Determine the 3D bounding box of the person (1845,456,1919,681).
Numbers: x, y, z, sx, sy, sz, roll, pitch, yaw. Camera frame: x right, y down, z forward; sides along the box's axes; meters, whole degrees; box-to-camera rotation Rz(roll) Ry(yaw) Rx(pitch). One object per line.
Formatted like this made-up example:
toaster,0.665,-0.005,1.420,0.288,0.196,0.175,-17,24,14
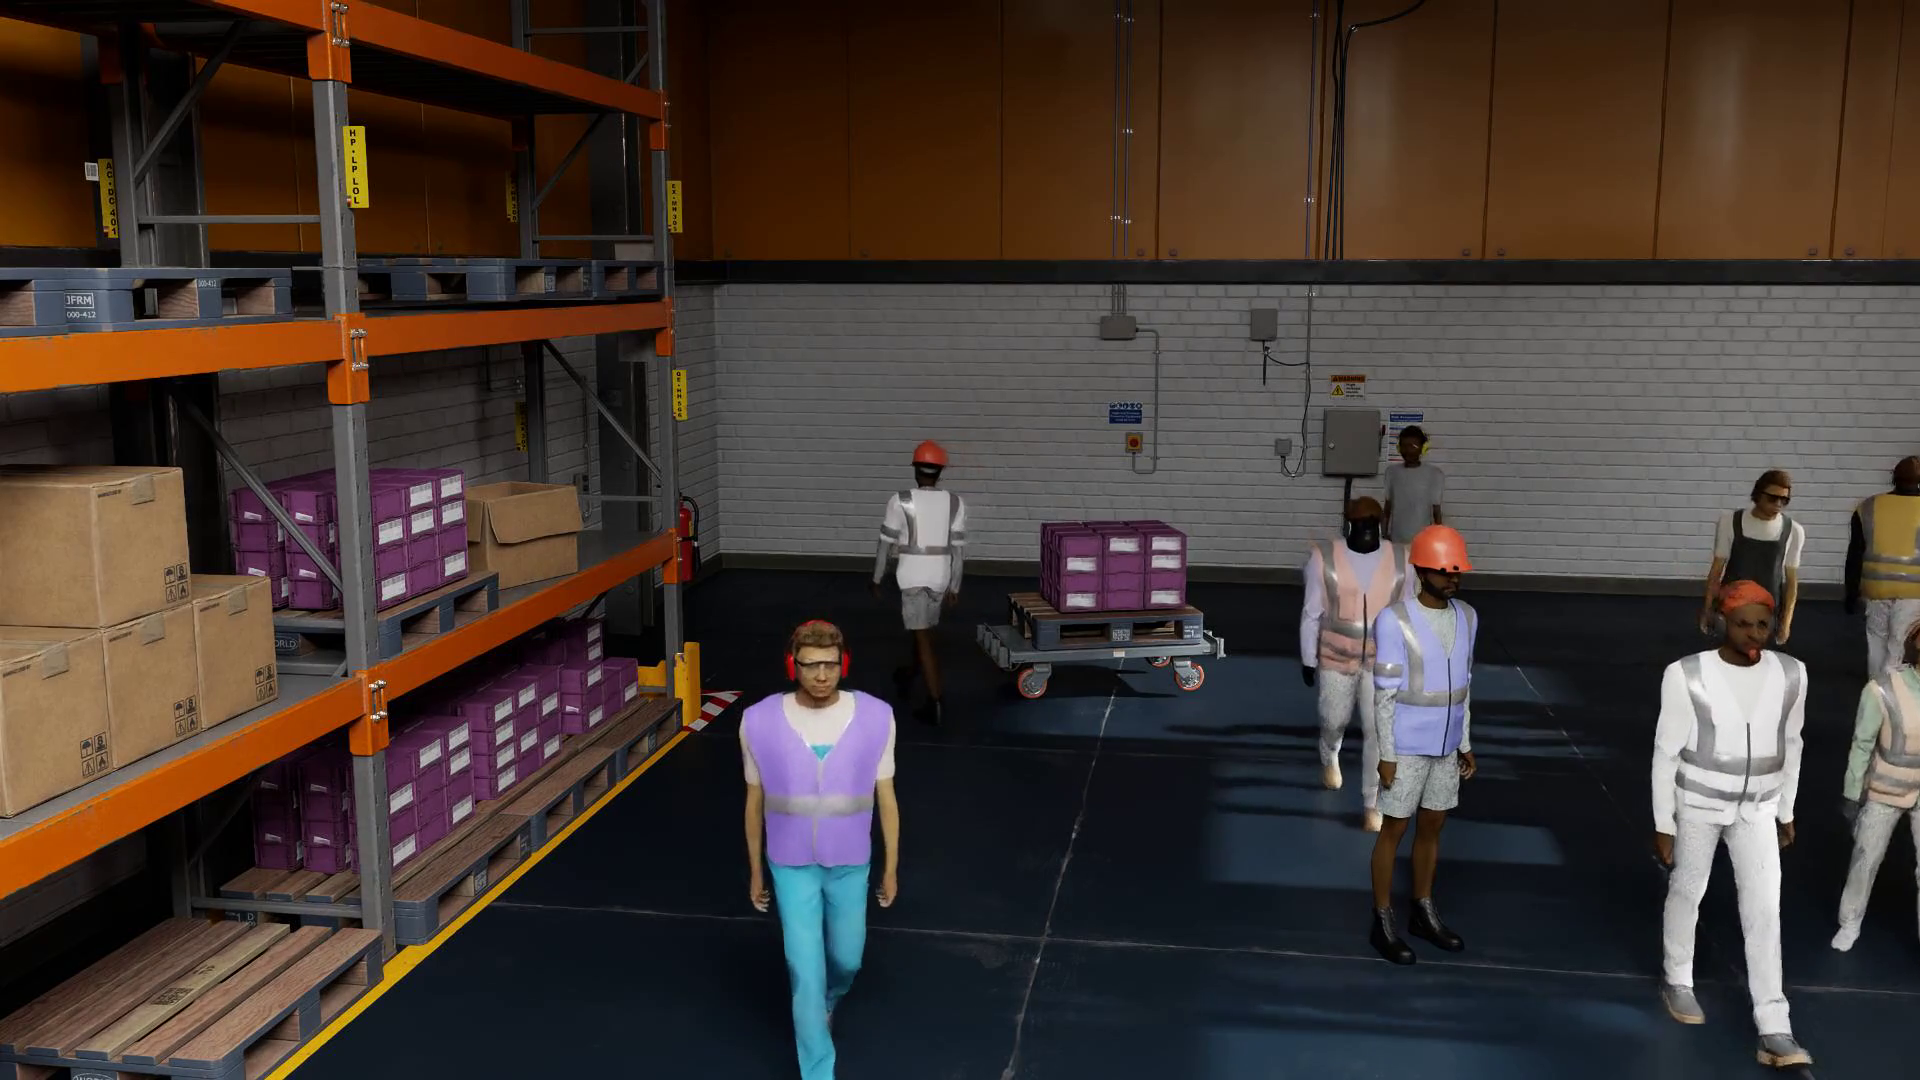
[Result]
person,6.330,0.340,11.120,0.901,1.805,0.635,-8,12,-40

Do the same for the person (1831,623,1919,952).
person,4.057,1.097,7.156,0.535,1.583,0.729,1,9,7

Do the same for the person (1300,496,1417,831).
person,2.217,0.635,9.315,0.637,1.817,0.844,1,9,7

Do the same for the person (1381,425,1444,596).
person,3.492,0.033,12.865,0.509,1.859,0.432,6,11,34

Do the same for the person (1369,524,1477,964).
person,2.063,0.887,7.337,0.543,1.939,0.370,-4,10,-26

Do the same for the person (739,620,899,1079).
person,-0.518,1.152,6.104,0.566,1.819,0.799,-2,9,-11

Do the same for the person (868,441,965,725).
person,-0.279,0.263,11.386,0.568,1.858,1.019,-5,10,-26

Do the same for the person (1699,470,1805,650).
person,4.914,0.456,10.354,0.552,1.820,0.415,4,10,21

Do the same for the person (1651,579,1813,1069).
person,2.993,1.084,6.410,0.616,1.840,0.948,0,9,2
